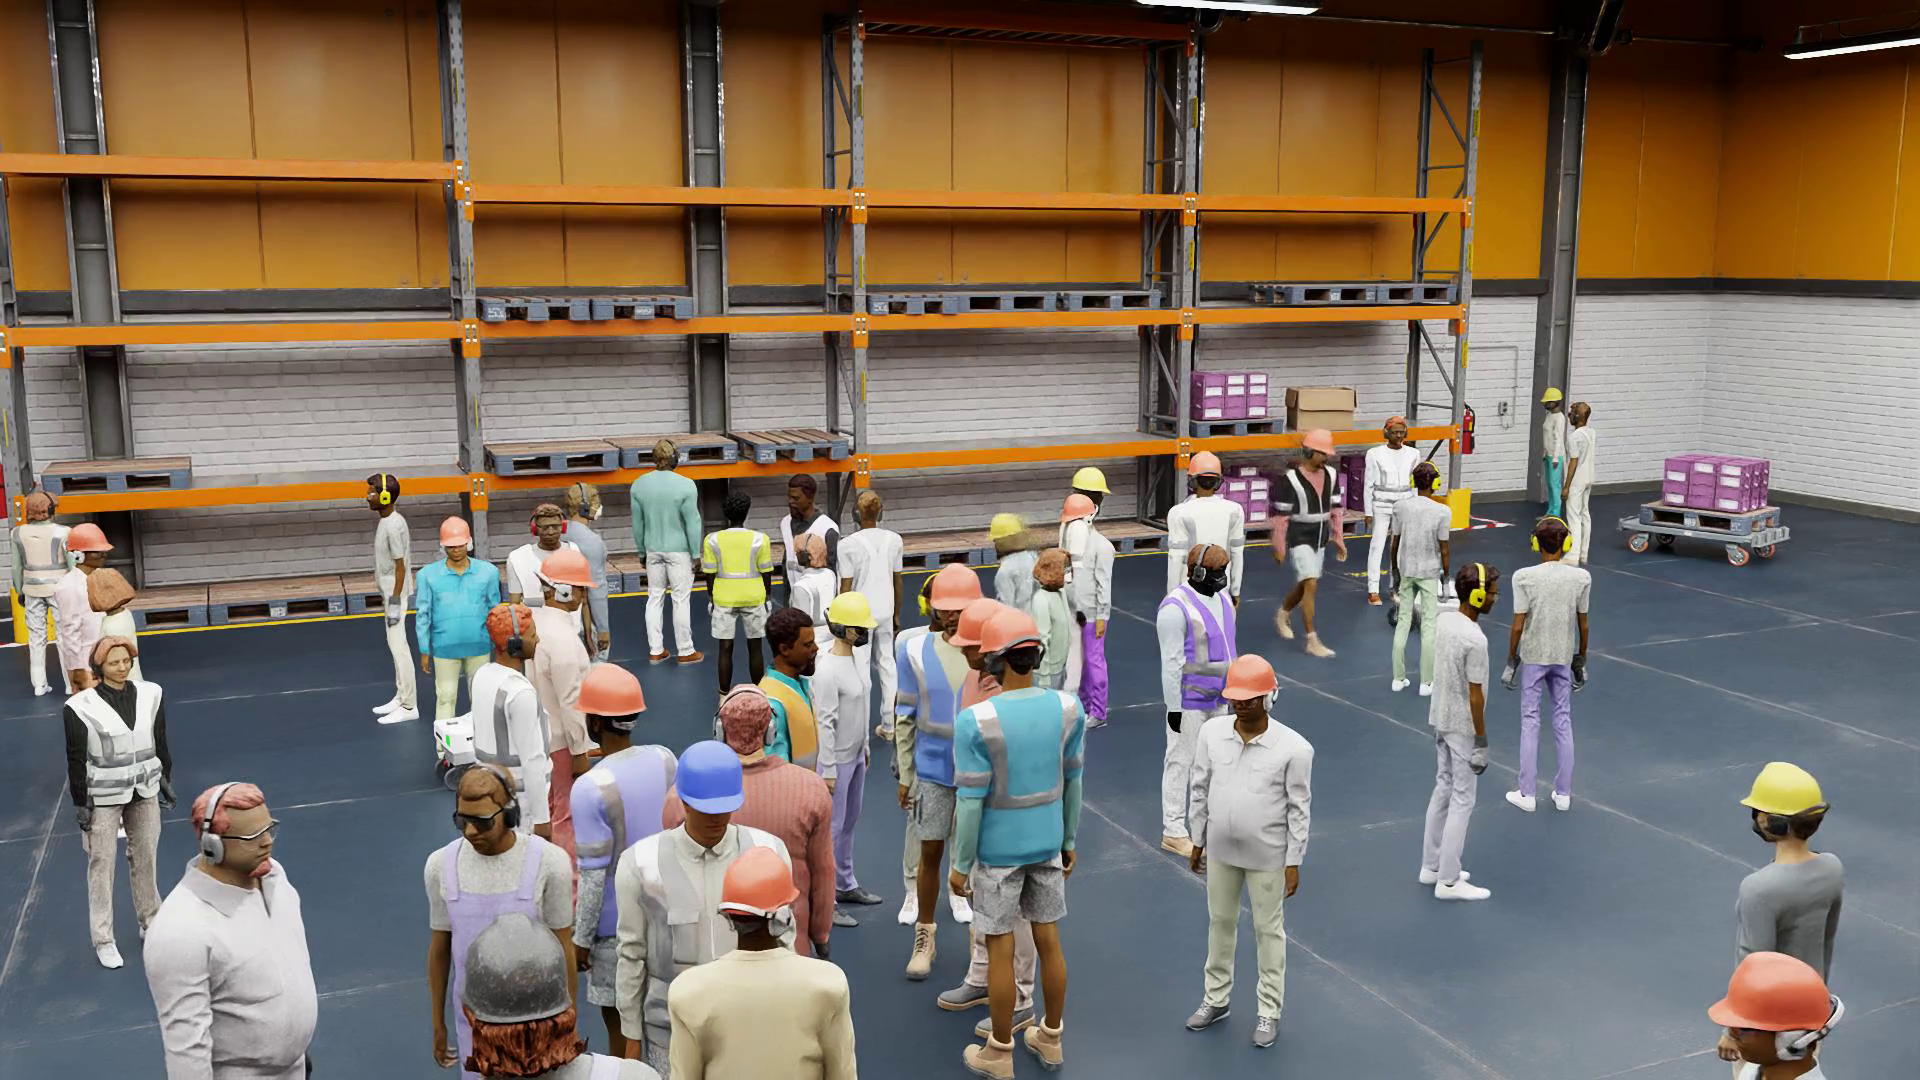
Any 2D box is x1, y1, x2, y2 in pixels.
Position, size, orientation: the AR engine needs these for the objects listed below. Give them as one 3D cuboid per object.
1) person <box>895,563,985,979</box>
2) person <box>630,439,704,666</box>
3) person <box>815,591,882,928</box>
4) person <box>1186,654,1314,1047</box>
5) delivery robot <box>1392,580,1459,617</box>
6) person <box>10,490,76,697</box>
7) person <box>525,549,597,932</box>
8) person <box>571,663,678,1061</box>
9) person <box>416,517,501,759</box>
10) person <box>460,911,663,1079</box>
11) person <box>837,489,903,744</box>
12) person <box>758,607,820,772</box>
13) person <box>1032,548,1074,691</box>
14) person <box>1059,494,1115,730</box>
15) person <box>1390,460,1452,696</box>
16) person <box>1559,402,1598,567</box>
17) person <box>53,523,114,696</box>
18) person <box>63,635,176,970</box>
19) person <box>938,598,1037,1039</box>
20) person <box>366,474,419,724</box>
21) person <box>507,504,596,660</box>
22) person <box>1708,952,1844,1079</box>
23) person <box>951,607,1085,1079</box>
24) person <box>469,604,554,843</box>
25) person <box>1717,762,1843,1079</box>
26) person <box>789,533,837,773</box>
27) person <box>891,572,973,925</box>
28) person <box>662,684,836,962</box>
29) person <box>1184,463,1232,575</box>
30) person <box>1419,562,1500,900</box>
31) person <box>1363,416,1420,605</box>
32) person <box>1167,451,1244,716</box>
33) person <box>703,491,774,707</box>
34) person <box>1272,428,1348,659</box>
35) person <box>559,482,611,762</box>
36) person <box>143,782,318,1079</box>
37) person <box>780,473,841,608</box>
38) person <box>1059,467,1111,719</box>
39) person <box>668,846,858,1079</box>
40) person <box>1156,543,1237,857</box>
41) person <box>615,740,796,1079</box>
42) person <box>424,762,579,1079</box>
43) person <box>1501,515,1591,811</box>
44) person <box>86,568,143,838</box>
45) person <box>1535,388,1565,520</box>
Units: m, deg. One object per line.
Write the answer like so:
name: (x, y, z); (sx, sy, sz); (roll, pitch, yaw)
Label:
person: (-0.010, 1.114, 7.984); (0.609, 2.044, 0.393); (1, 10, 5)
person: (-2.468, 0.107, 14.089); (0.630, 1.940, 0.373); (3, 10, 17)
person: (-0.586, 1.133, 8.704); (0.334, 1.760, 0.527); (3, 10, 18)
person: (1.269, 1.362, 7.394); (0.563, 1.752, 0.325); (6, 12, 32)
delivery robot: (4.389, 0.517, 15.444); (0.707, 0.478, 0.477); (4, 11, 22)
person: (-7.173, 0.428, 13.100); (0.525, 1.639, 0.307); (0, 10, -3)
person: (-2.045, 1.031, 8.629); (0.389, 1.986, 0.608); (-6, 11, -29)
person: (-1.320, 1.429, 6.470); (0.363, 1.939, 0.542); (6, 11, 30)
person: (-3.348, 0.705, 11.173); (0.573, 1.750, 0.331); (-4, 11, -23)
person: (-1.007, 1.832, 3.861); (0.688, 2.000, 0.538); (-7, 12, -36)
person: (-0.643, 0.558, 11.765); (0.506, 1.846, 0.345); (-6, 12, -31)
person: (-0.804, 1.246, 7.586); (0.391, 1.920, 0.587); (0, 10, -1)
person: (0.592, 0.850, 10.689); (0.267, 1.632, 0.509); (3, 10, 17)
person: (0.903, 0.520, 12.302); (0.353, 1.737, 0.571); (-6, 11, -31)
person: (3.650, 0.301, 13.193); (0.506, 1.864, 0.330); (8, 13, 38)
person: (6.870, -0.617, 18.535); (0.505, 1.846, 0.346); (-9, 13, -42)
person: (-5.657, 0.755, 10.884); (0.338, 1.752, 0.564); (0, 10, -2)
person: (-4.149, 1.272, 8.241); (0.309, 1.641, 0.511); (6, 12, 32)
person: (0.144, 1.231, 7.470); (0.392, 1.988, 0.609); (-5, 11, -28)
person: (-4.258, 0.430, 12.429); (0.321, 1.871, 0.532); (-4, 11, -23)
person: (-2.748, 0.657, 11.190); (0.569, 1.843, 0.373); (-6, 11, -30)
person: (2.072, 1.899, 4.305); (0.346, 1.746, 0.573); (2, 10, 9)
person: (0.227, 1.285, 7.028); (0.605, 2.035, 0.384); (-5, 11, -28)
person: (-2.078, 1.224, 7.812); (0.347, 1.882, 0.584); (-8, 13, -39)
person: (2.822, 1.635, 5.790); (0.535, 1.766, 0.321); (-6, 12, -32)
person: (-0.984, 0.762, 11.173); (0.309, 1.641, 0.514); (4, 10, 20)
person: (-0.102, 1.082, 8.676); (0.521, 1.870, 0.328); (0, 10, -1)
person: (-0.790, 1.479, 6.278); (0.642, 1.908, 0.407); (-2, 10, -14)
person: (2.170, 0.158, 14.495); (0.316, 1.696, 0.541); (-9, 13, -41)
person: (2.722, 1.032, 9.016); (0.338, 1.857, 0.525); (-2, 10, -10)
person: (4.287, -0.288, 16.527); (0.581, 1.882, 0.351); (-2, 10, -11)
person: (1.793, 0.357, 12.351); (0.614, 2.041, 0.388); (-3, 10, -17)
person: (-1.683, 0.472, 12.686); (0.535, 1.697, 0.318); (0, 10, -2)
person: (3.036, -0.012, 14.671); (0.598, 1.996, 0.999); (-5, 11, -29)
person: (-2.594, 0.558, 11.490); (0.366, 1.939, 0.635); (-8, 13, -39)
person: (-2.198, 1.672, 5.170); (0.404, 1.906, 0.652); (1, 10, 4)
person: (-1.087, 0.451, 12.209); (0.408, 1.909, 0.592); (-10, 14, -44)
person: (0.915, 0.407, 12.434); (0.397, 1.917, 0.591); (1, 10, 5)
person: (-0.586, 1.776, 5.012); (0.561, 1.750, 0.324); (-1, 10, -5)
person: (1.403, 0.922, 9.714); (0.429, 1.837, 0.624); (9, 13, 42)
person: (-0.833, 1.594, 5.532); (0.605, 1.940, 0.413); (-3, 10, -17)
person: (-1.544, 1.626, 5.652); (0.519, 1.835, 0.345); (0, 10, 3)
person: (3.676, 0.777, 10.444); (0.530, 1.864, 0.314); (0, 10, -1)
person: (-5.050, 0.973, 10.011); (0.275, 1.627, 0.497); (-4, 11, -23)
person: (7.644, -1.088, 21.505); (0.344, 1.761, 0.530); (1, 10, 6)
